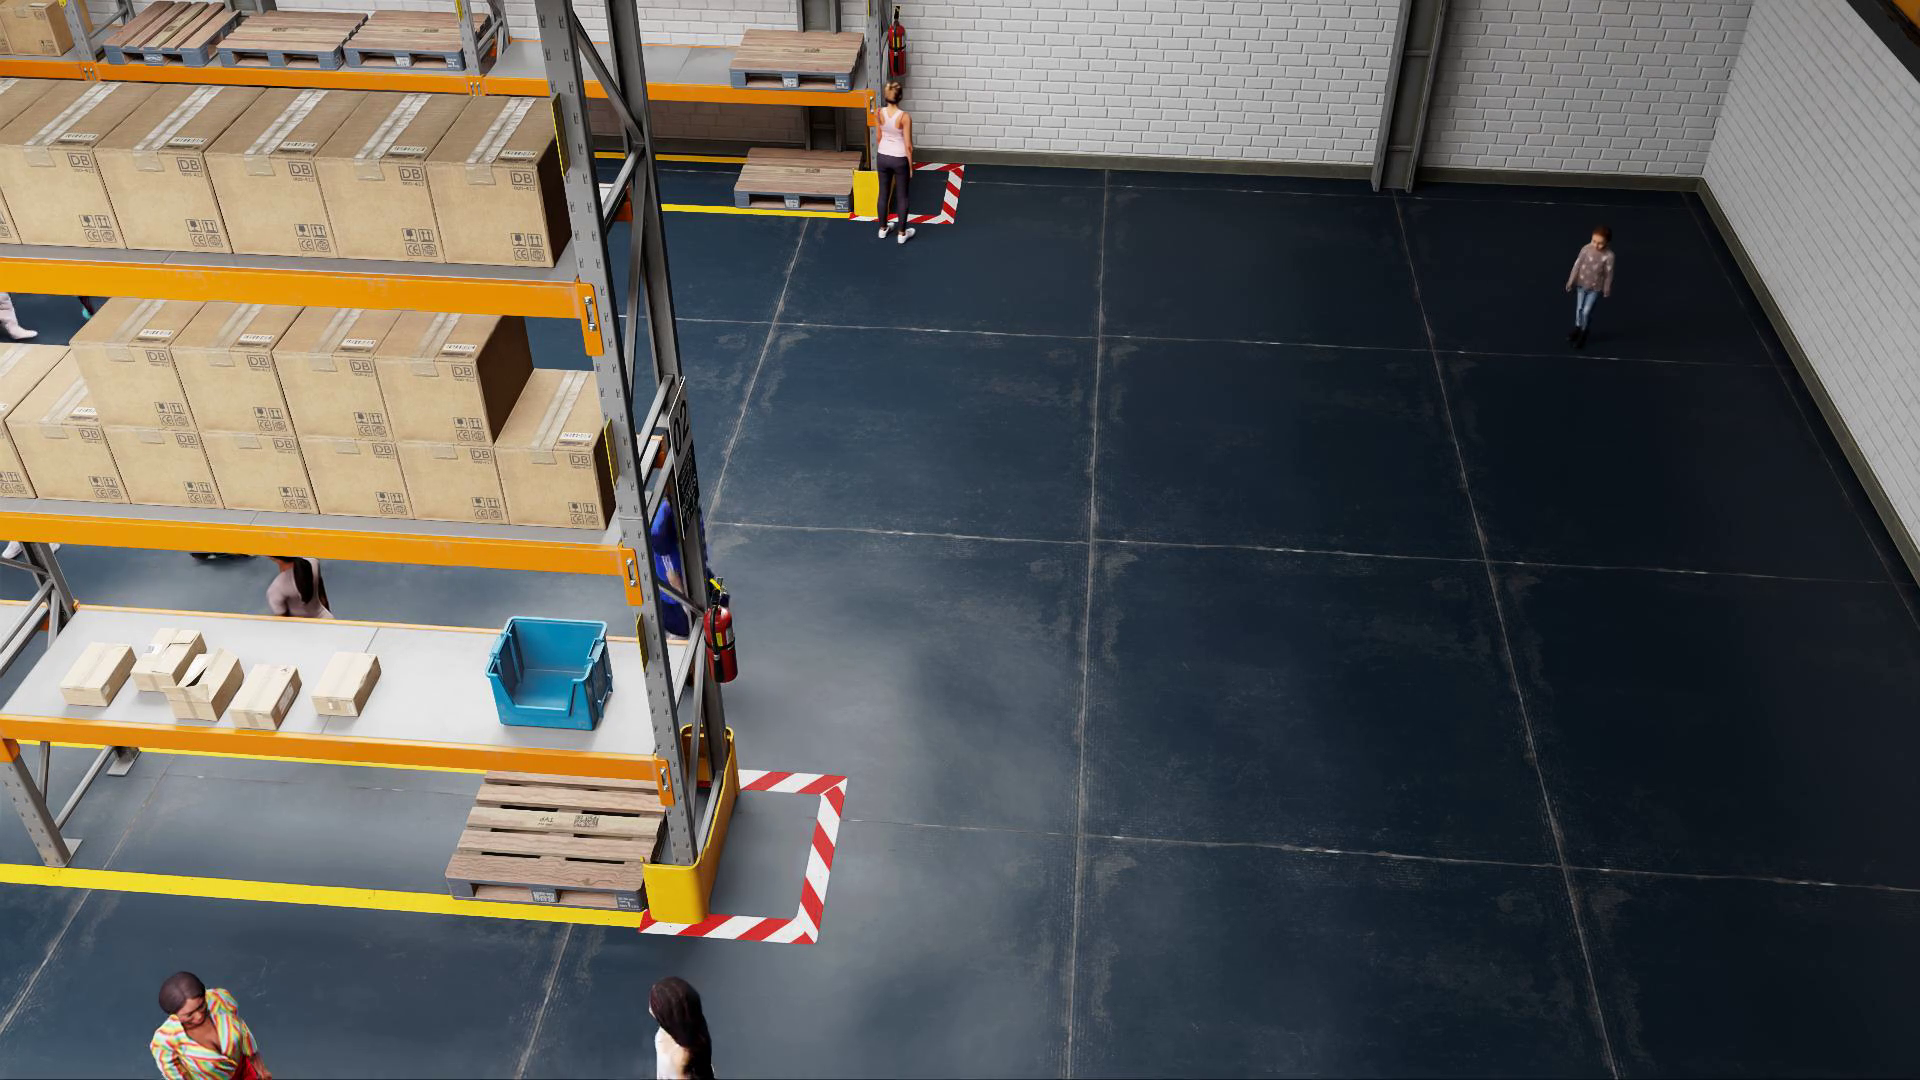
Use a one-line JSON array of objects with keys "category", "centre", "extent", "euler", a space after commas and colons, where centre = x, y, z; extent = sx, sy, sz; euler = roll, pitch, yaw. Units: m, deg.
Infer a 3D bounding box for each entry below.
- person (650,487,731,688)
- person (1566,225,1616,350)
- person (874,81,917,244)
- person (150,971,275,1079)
[{"category": "person", "centre": [-1.906, 0.260, 11.041], "extent": [0.737, 1.826, 0.767], "euler": [11, 40, 13]}, {"category": "person", "centre": [5.622, -2.294, 14.758], "extent": [0.644, 1.177, 0.582], "euler": [-30, 47, -32]}, {"category": "person", "centre": [-0.649, -3.673, 16.106], "extent": [0.549, 1.648, 0.668], "euler": [14, 41, 17]}, {"category": "person", "centre": [-3.638, 2.644, 8.094], "extent": [0.864, 1.777, 0.736], "euler": [19, 42, 22]}]
